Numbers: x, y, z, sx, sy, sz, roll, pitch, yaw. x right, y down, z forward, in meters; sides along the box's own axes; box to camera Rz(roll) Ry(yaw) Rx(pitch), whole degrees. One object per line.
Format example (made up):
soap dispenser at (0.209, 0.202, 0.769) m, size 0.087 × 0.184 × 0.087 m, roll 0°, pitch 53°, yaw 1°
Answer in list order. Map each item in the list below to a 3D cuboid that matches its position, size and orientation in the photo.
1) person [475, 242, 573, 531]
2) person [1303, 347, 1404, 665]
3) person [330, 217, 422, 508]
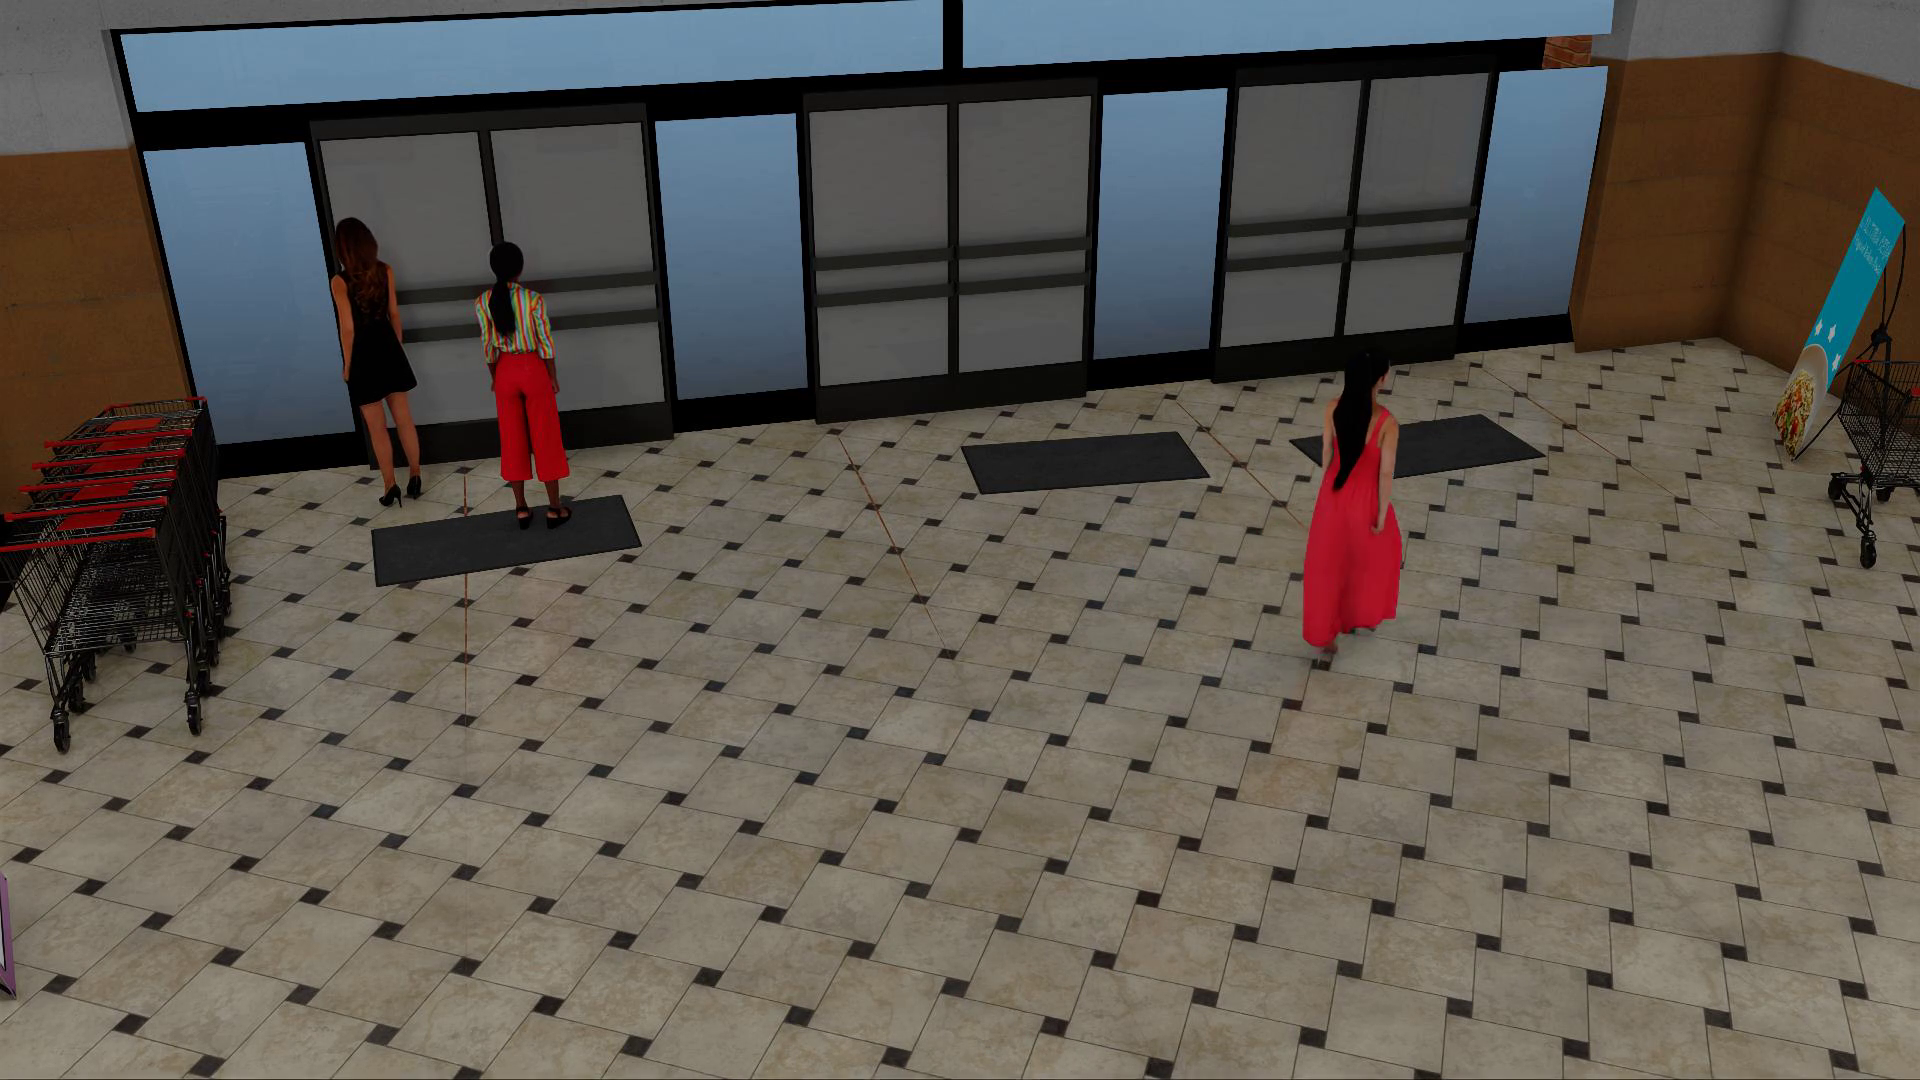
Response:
person at (-2.600, -0.905, 9.909) m, size 0.647 × 1.793 × 0.617 m, roll 0°, pitch 27°, yaw 1°
person at (1.953, -0.132, 8.479) m, size 0.886 × 1.708 × 0.934 m, roll 16°, pitch 31°, yaw 28°
person at (-3.578, -1.074, 10.197) m, size 0.696 × 1.835 × 0.669 m, roll 21°, pitch 34°, yaw 35°
